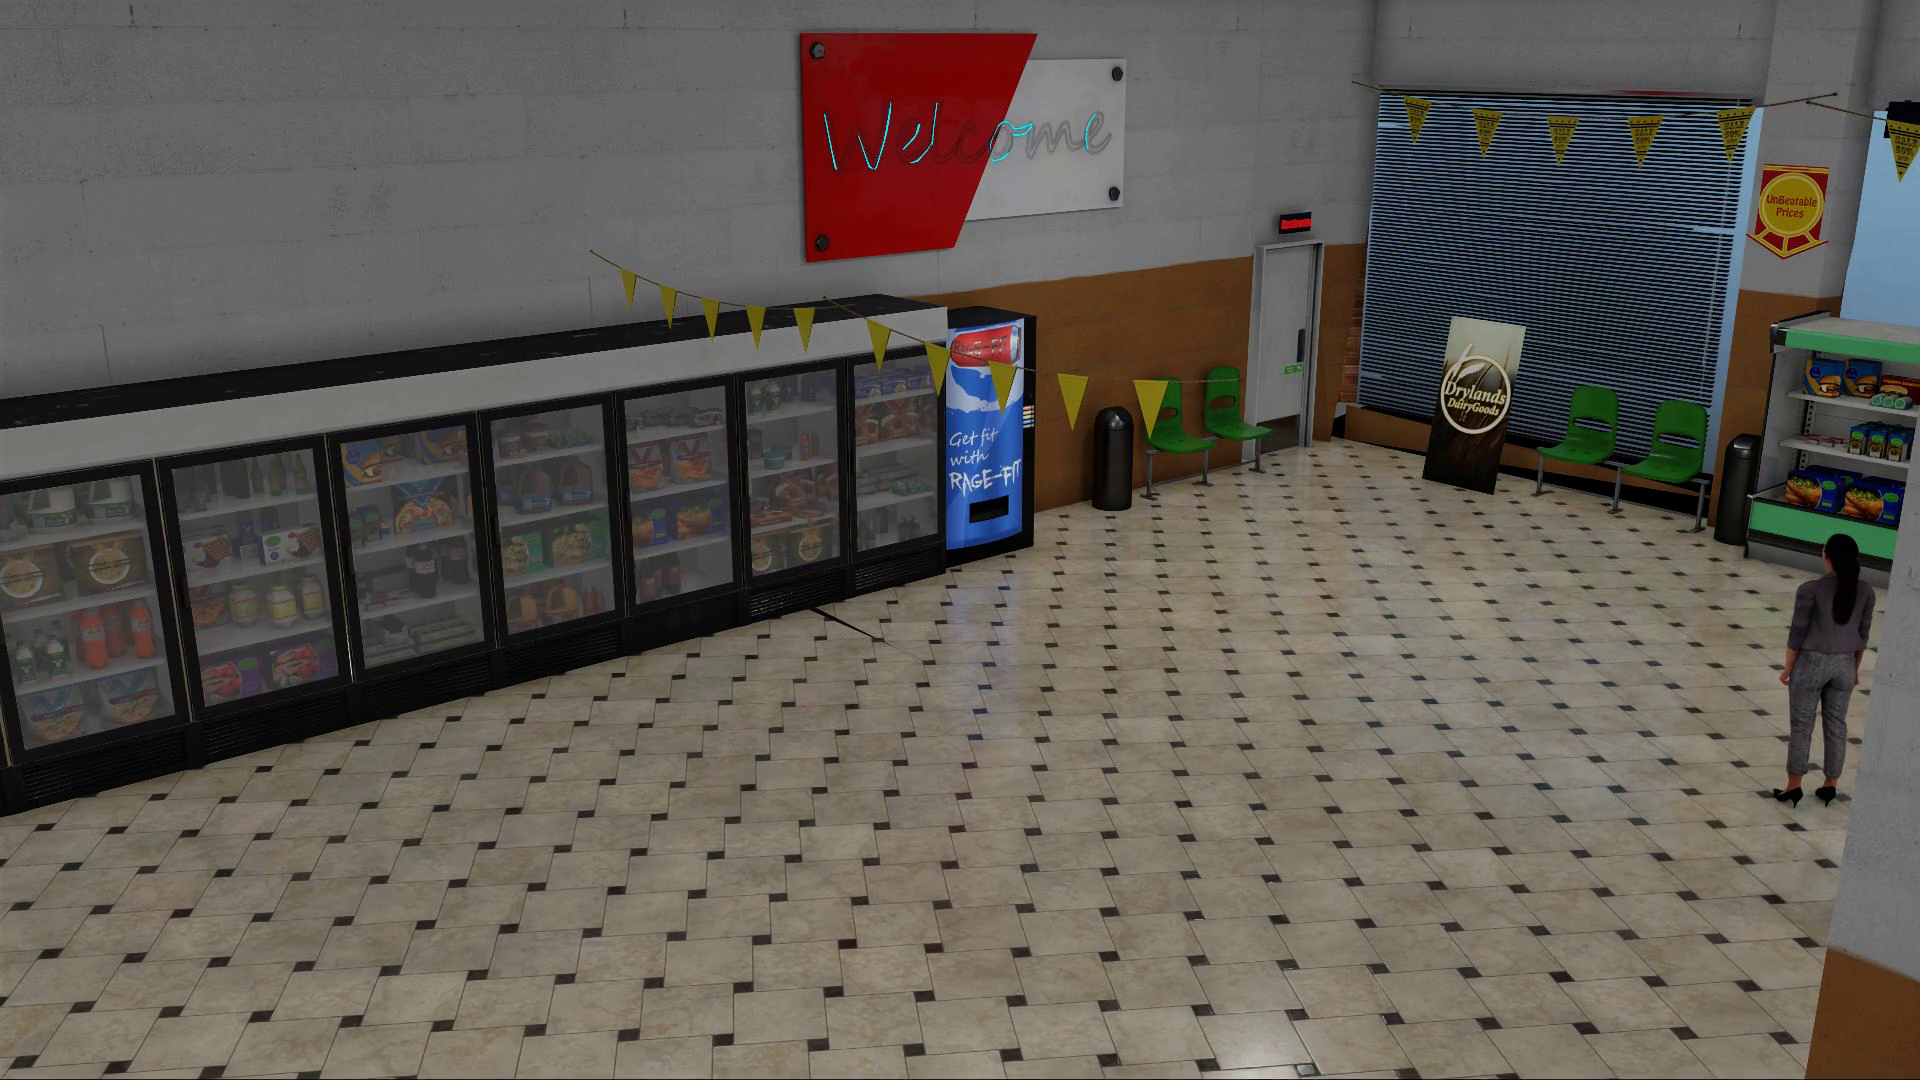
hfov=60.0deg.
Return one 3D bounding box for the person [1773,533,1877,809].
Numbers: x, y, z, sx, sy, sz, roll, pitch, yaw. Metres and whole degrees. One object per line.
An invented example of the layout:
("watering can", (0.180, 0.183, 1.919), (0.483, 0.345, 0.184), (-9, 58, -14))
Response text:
("person", (5.075, 0.773, 9.780), (0.716, 1.677, 0.770), (1, 17, 2))
